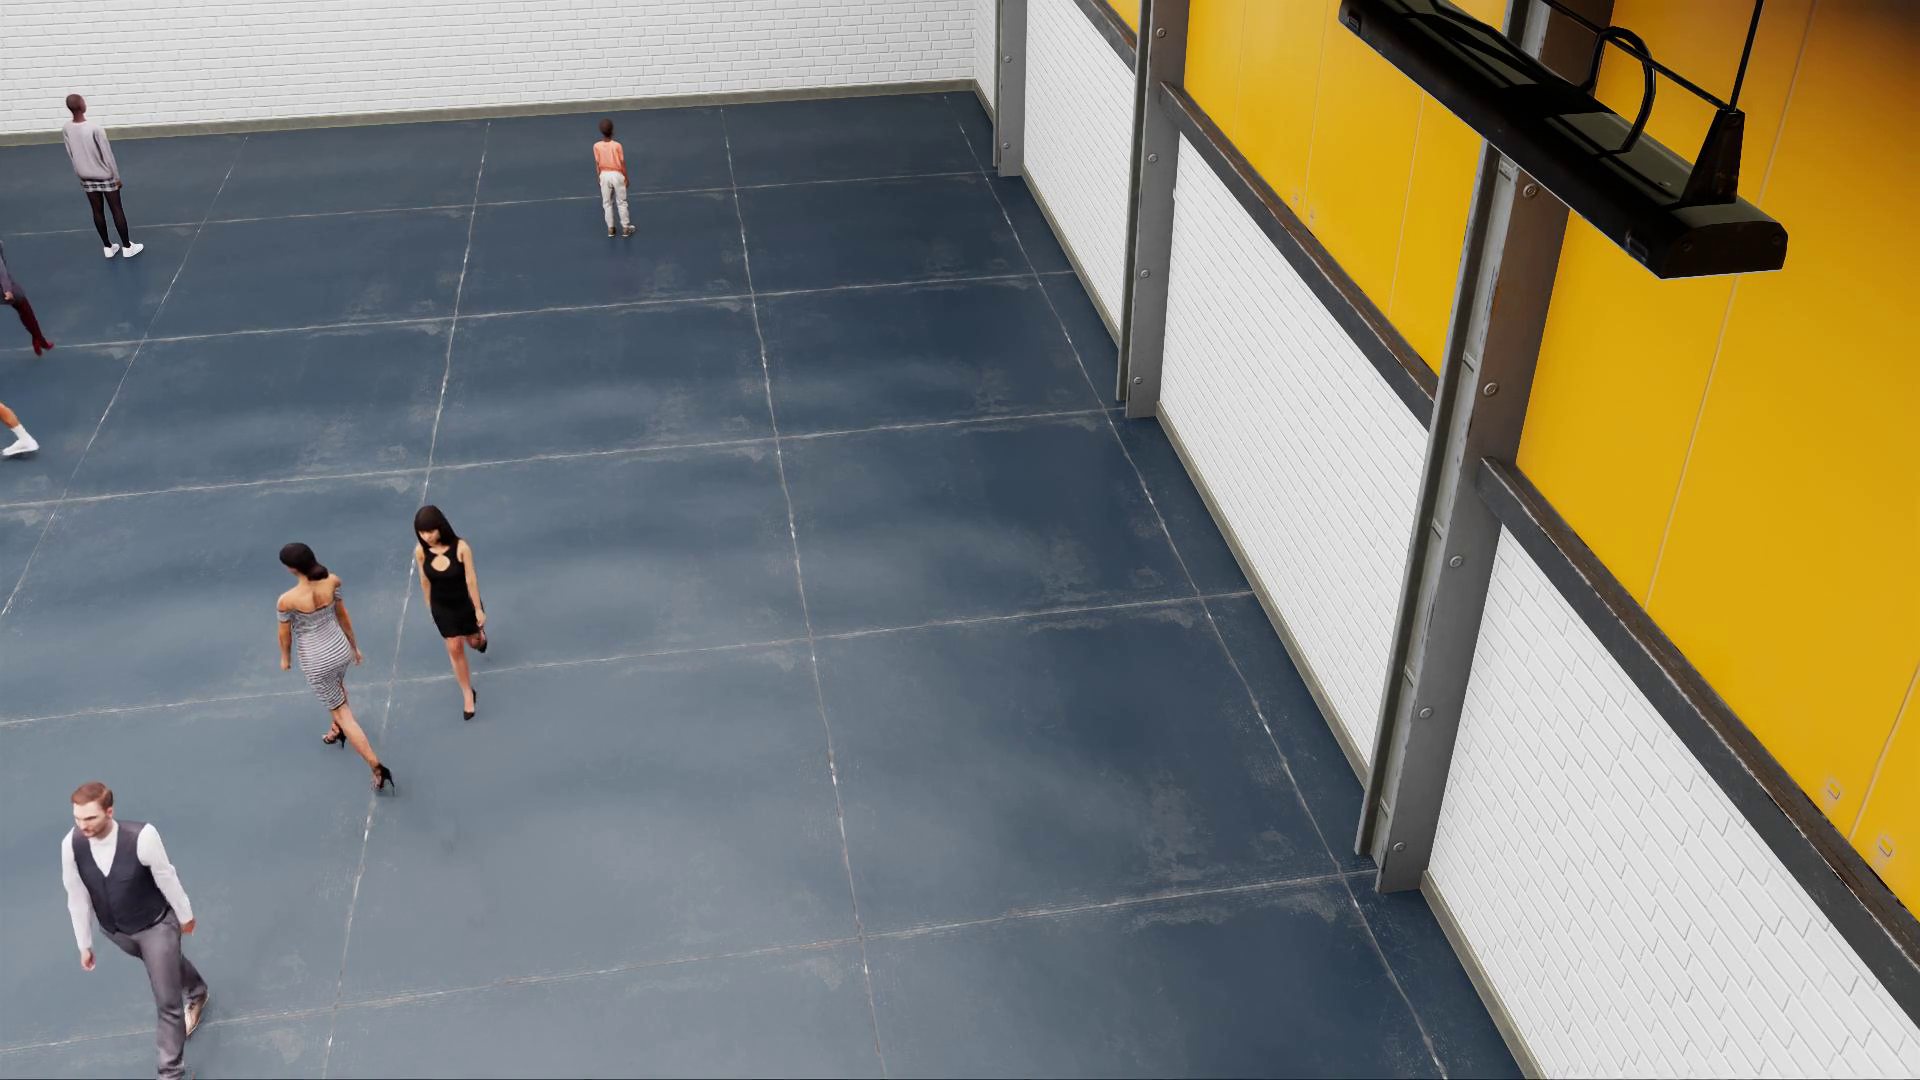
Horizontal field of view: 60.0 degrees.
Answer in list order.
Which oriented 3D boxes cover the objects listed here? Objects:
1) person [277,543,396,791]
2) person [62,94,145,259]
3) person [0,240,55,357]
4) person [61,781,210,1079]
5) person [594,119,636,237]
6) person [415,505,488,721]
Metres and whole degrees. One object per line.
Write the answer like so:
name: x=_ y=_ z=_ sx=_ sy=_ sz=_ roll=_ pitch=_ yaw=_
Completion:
person: x=-3.964 y=0.847 z=10.556 sx=1.076 sy=1.772 sz=1.043 roll=22 pitch=39 yaw=29
person: x=-9.153 y=-3.860 z=17.637 sx=0.663 sy=1.771 sz=0.612 roll=2 pitch=34 yaw=4
person: x=-8.987 y=-2.297 z=15.377 sx=0.926 sy=1.670 sz=1.209 roll=8 pitch=35 yaw=12
person: x=-4.287 y=1.949 z=8.781 sx=0.841 sy=1.899 sz=1.205 roll=2 pitch=34 yaw=2
person: x=-3.808 y=-3.965 z=18.212 sx=0.522 sy=1.311 sz=0.529 roll=2 pitch=34 yaw=3
person: x=-3.414 y=0.417 z=11.337 sx=0.602 sy=1.623 sz=0.938 roll=-3 pitch=34 yaw=-4
